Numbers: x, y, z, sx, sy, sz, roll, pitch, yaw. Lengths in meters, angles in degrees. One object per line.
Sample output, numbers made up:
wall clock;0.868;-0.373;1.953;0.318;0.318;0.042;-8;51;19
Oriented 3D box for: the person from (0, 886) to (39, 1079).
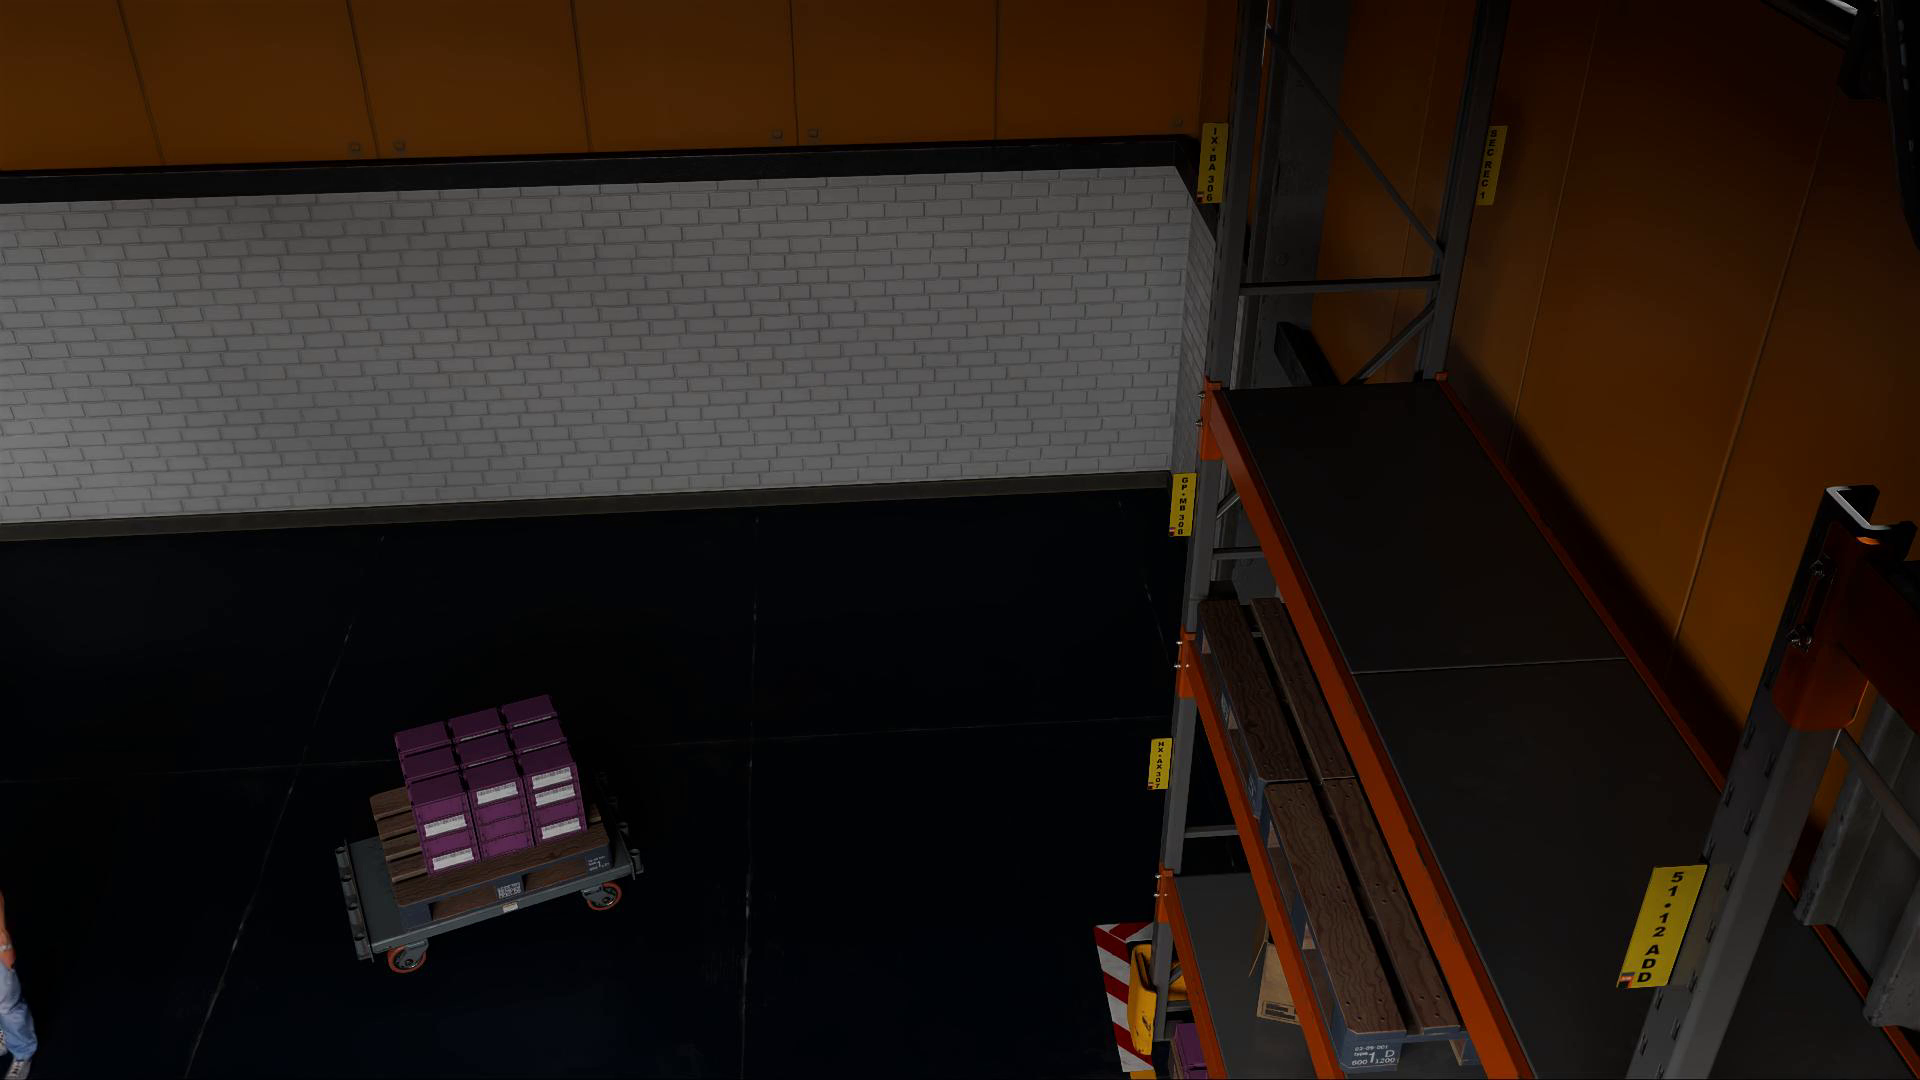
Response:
person;-5.115;2.037;8.616;0.680;1.855;0.702;-1;34;-2
